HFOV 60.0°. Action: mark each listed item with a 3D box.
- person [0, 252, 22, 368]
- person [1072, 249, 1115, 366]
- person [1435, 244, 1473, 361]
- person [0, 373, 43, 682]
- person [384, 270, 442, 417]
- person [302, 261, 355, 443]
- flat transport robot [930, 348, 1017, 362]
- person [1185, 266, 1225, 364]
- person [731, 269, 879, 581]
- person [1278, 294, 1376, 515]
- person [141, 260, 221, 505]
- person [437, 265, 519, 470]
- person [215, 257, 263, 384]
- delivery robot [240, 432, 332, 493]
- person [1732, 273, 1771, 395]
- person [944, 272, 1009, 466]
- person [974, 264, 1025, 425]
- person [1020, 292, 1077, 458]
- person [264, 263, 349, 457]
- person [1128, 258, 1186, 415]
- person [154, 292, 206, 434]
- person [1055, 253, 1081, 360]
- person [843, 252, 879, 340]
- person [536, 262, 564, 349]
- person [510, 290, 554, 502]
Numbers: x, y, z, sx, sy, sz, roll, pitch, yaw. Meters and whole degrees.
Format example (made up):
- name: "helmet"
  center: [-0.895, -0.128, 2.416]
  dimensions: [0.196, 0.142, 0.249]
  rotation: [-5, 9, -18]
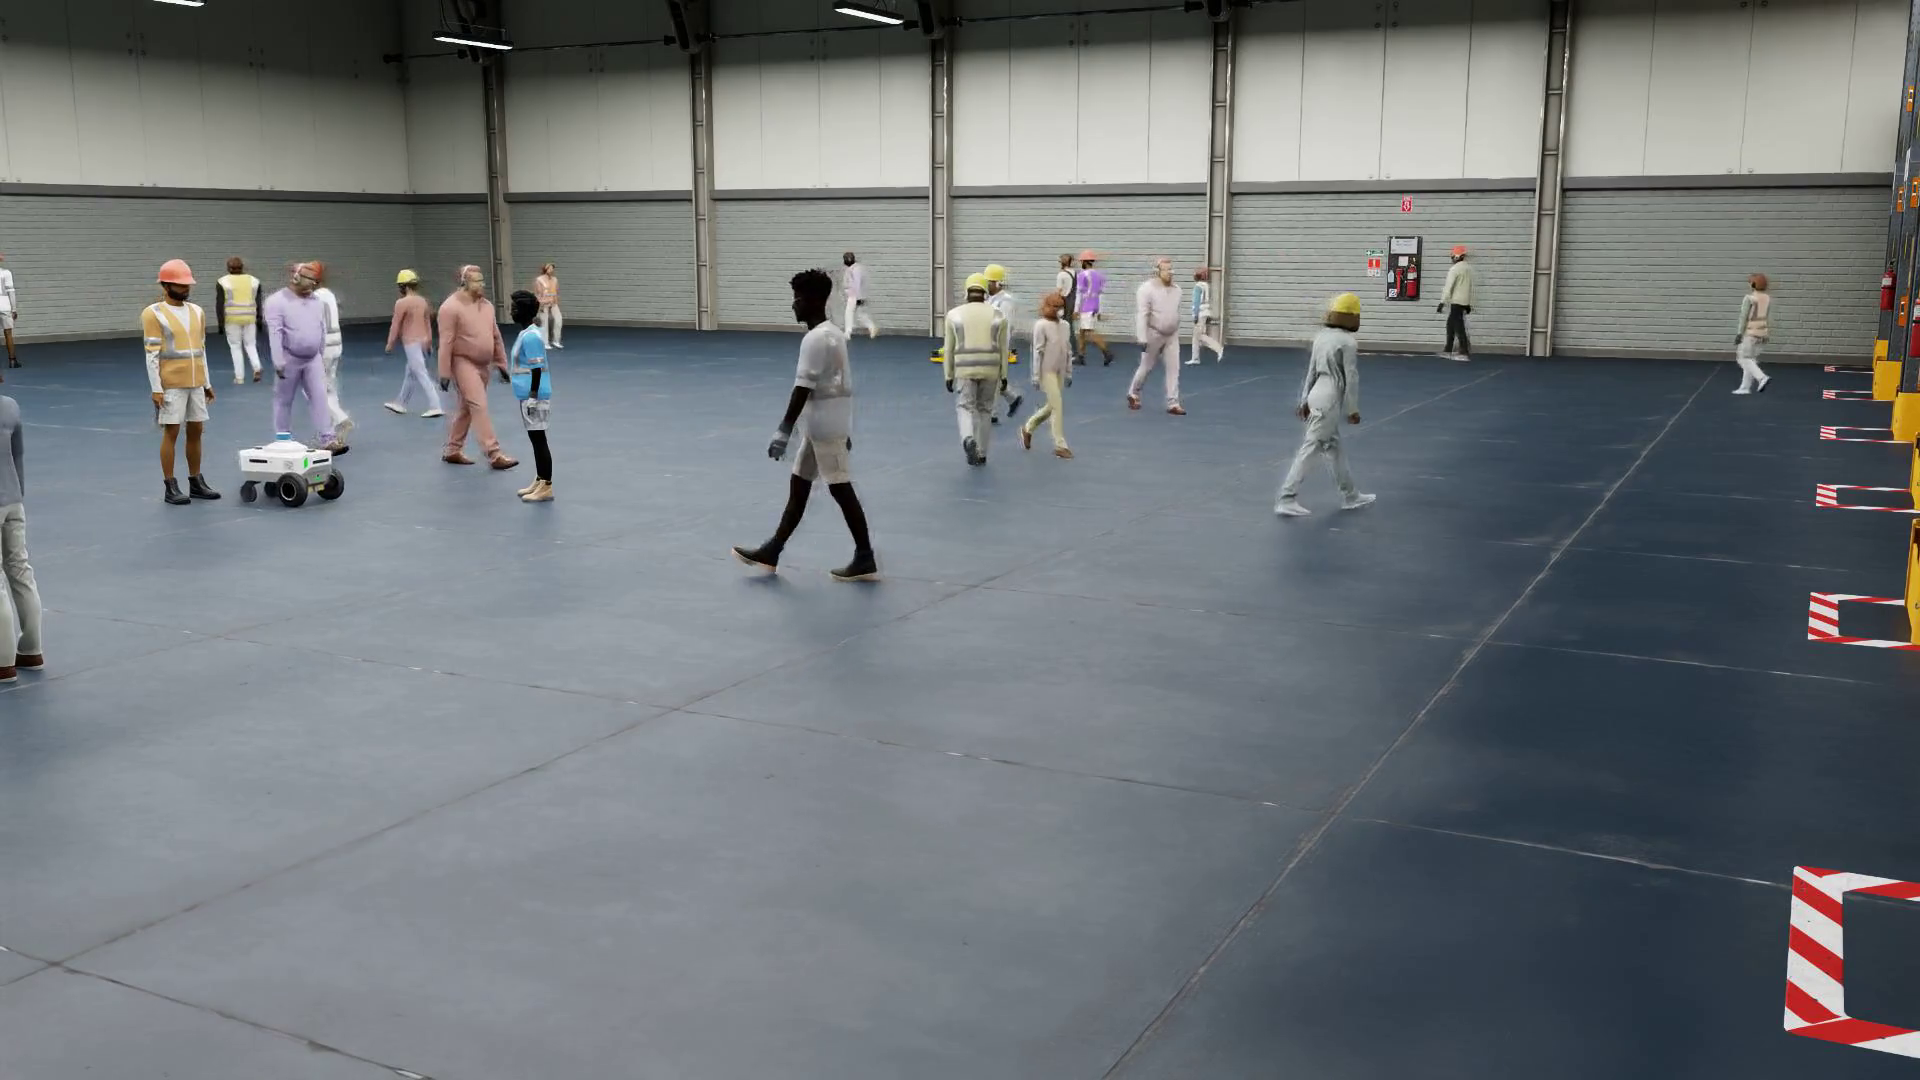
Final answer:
- name: "person"
  center: [-15.444, -3.716, 26.703]
  dimensions: [0.543, 1.928, 0.374]
  rotation: [-3, 11, -15]
- name: "person"
  center: [2.152, -3.774, 27.096]
  dimensions: [0.865, 1.916, 0.552]
  rotation: [7, 12, 32]
- name: "person"
  center: [8.428, -4.058, 28.474]
  dimensions: [0.844, 1.963, 0.627]
  rotation: [9, 14, 40]
- name: "person"
  center: [-4.654, -0.131, 7.955]
  dimensions: [0.278, 1.634, 0.497]
  rotation: [1, 10, 6]
- name: "person"
  center: [-6.478, -2.302, 19.544]
  dimensions: [0.906, 1.716, 0.539]
  rotation: [3, 11, 17]
- name: "person"
  center: [-6.509, -1.905, 16.989]
  dimensions: [0.430, 1.868, 0.596]
  rotation: [-1, 10, -3]
- name: "flat transport robot"
  center: [0.240, -3.118, 27.964]
  dimensions: [1.431, 0.197, 0.652]
  rotation: [1, 10, 4]
- name: "person"
  center: [4.040, -3.684, 27.350]
  dimensions: [0.629, 1.624, 0.514]
  rotation: [4, 11, 20]
- name: "person"
  center: [-0.962, -0.692, 10.225]
  dimensions: [0.988, 1.913, 0.611]
  rotation: [0, 10, 0]
- name: "person"
  center: [2.826, -1.033, 12.740]
  dimensions: [0.906, 1.684, 0.488]
  rotation: [-3, 11, -16]
- name: "person"
  center: [-6.195, -1.257, 13.271]
  dimensions: [0.367, 1.933, 0.553]
  rotation: [5, 12, 26]
- name: "person"
  center: [-4.452, -1.579, 15.255]
  dimensions: [0.961, 1.858, 0.658]
  rotation: [4, 11, 21]
- name: "person"
  center: [-10.336, -3.140, 23.854]
  dimensions: [0.626, 1.831, 0.429]
  rotation: [-10, 14, -43]
- name: "delivery robot"
  center: [-5.389, -0.616, 13.292]
  dimensions: [0.707, 0.478, 0.477]
  rotation: [4, 11, 20]
- name: "person"
  center: [10.541, -2.713, 22.038]
  dimensions: [0.530, 1.623, 0.549]
  rotation: [-6, 12, -30]
- name: "person"
  center: [0.153, -1.539, 15.202]
  dimensions: [0.599, 1.800, 0.623]
  rotation: [-1, 10, -4]
- name: "person"
  center: [0.439, -2.197, 18.727]
  dimensions: [0.568, 1.811, 0.606]
  rotation: [-4, 11, -19]
- name: "person"
  center: [0.845, -1.604, 16.106]
  dimensions: [0.740, 1.603, 0.504]
  rotation: [9, 14, 41]
- name: "person"
  center: [-6.276, -1.699, 15.901]
  dimensions: [1.003, 1.847, 0.670]
  rotation: [9, 14, 40]
- name: "person"
  center: [2.372, -2.465, 20.051]
  dimensions: [0.658, 1.876, 0.935]
  rotation: [-5, 12, -27]
- name: "person"
  center: [-8.449, -1.949, 17.927]
  dimensions: [0.582, 1.613, 0.503]
  rotation: [6, 12, 30]
- name: "person"
  center: [1.727, -3.919, 28.095]
  dimensions: [0.771, 1.815, 0.521]
  rotation: [8, 13, 36]
- name: "person"
  center: [-2.083, -4.974, 33.932]
  dimensions: [0.838, 1.805, 0.661]
  rotation: [-3, 11, -14]
- name: "person"
  center: [-7.662, -4.366, 31.100]
  dimensions: [0.494, 1.624, 0.519]
  rotation: [8, 13, 39]
- name: "person"
  center: [-3.447, -1.154, 13.363]
  dimensions: [0.317, 1.695, 0.540]
  rotation: [-4, 11, -19]
